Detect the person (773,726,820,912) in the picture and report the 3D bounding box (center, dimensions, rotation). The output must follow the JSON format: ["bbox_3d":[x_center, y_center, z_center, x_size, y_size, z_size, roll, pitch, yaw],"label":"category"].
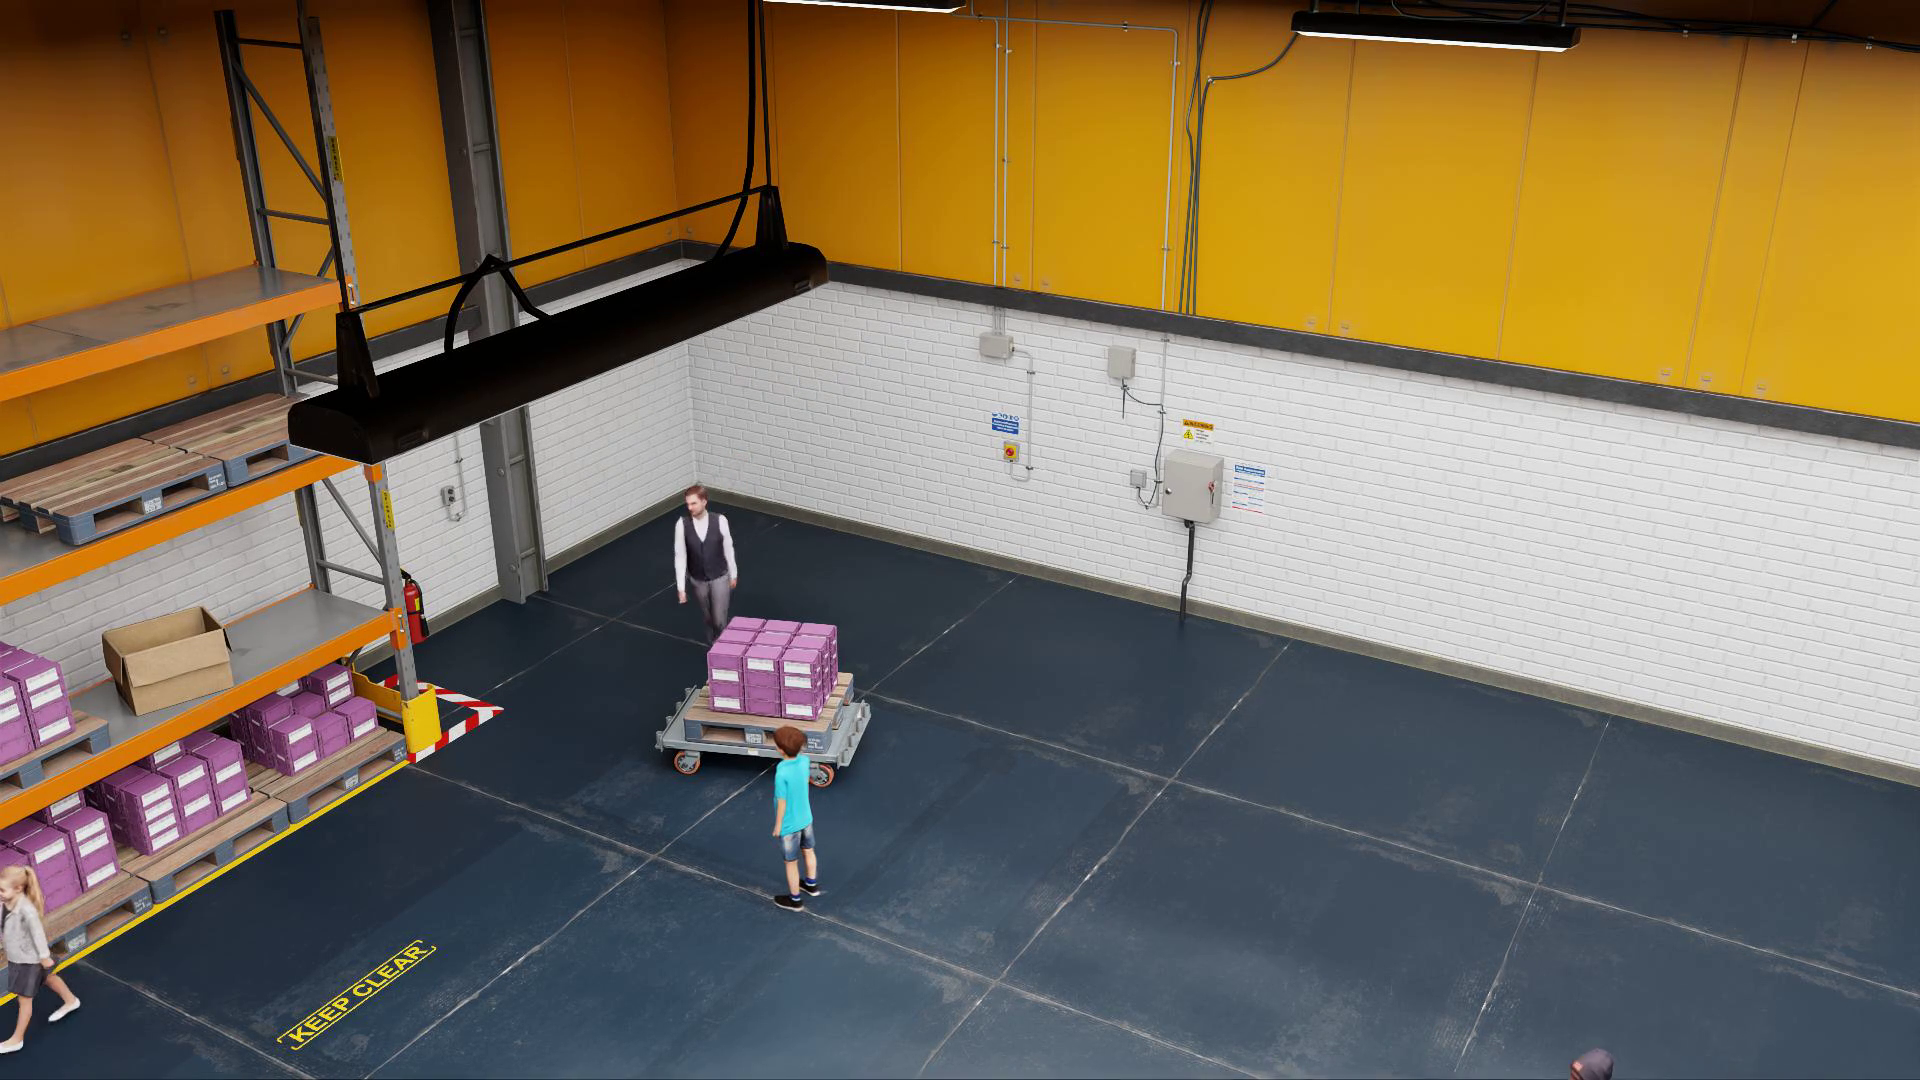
[{"bbox_3d":[-1.192,1.983,11.971,0.582,1.449,0.407,14,27,29],"label":"person"}]

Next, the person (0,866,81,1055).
[{"bbox_3d":[-5.971,2.633,10.740,0.587,1.245,0.870,18,29,35],"label":"person"}]

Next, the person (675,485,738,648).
[{"bbox_3d":[-2.261,0.319,15.204,0.898,1.909,1.011,-2,24,-5],"label":"person"}]
